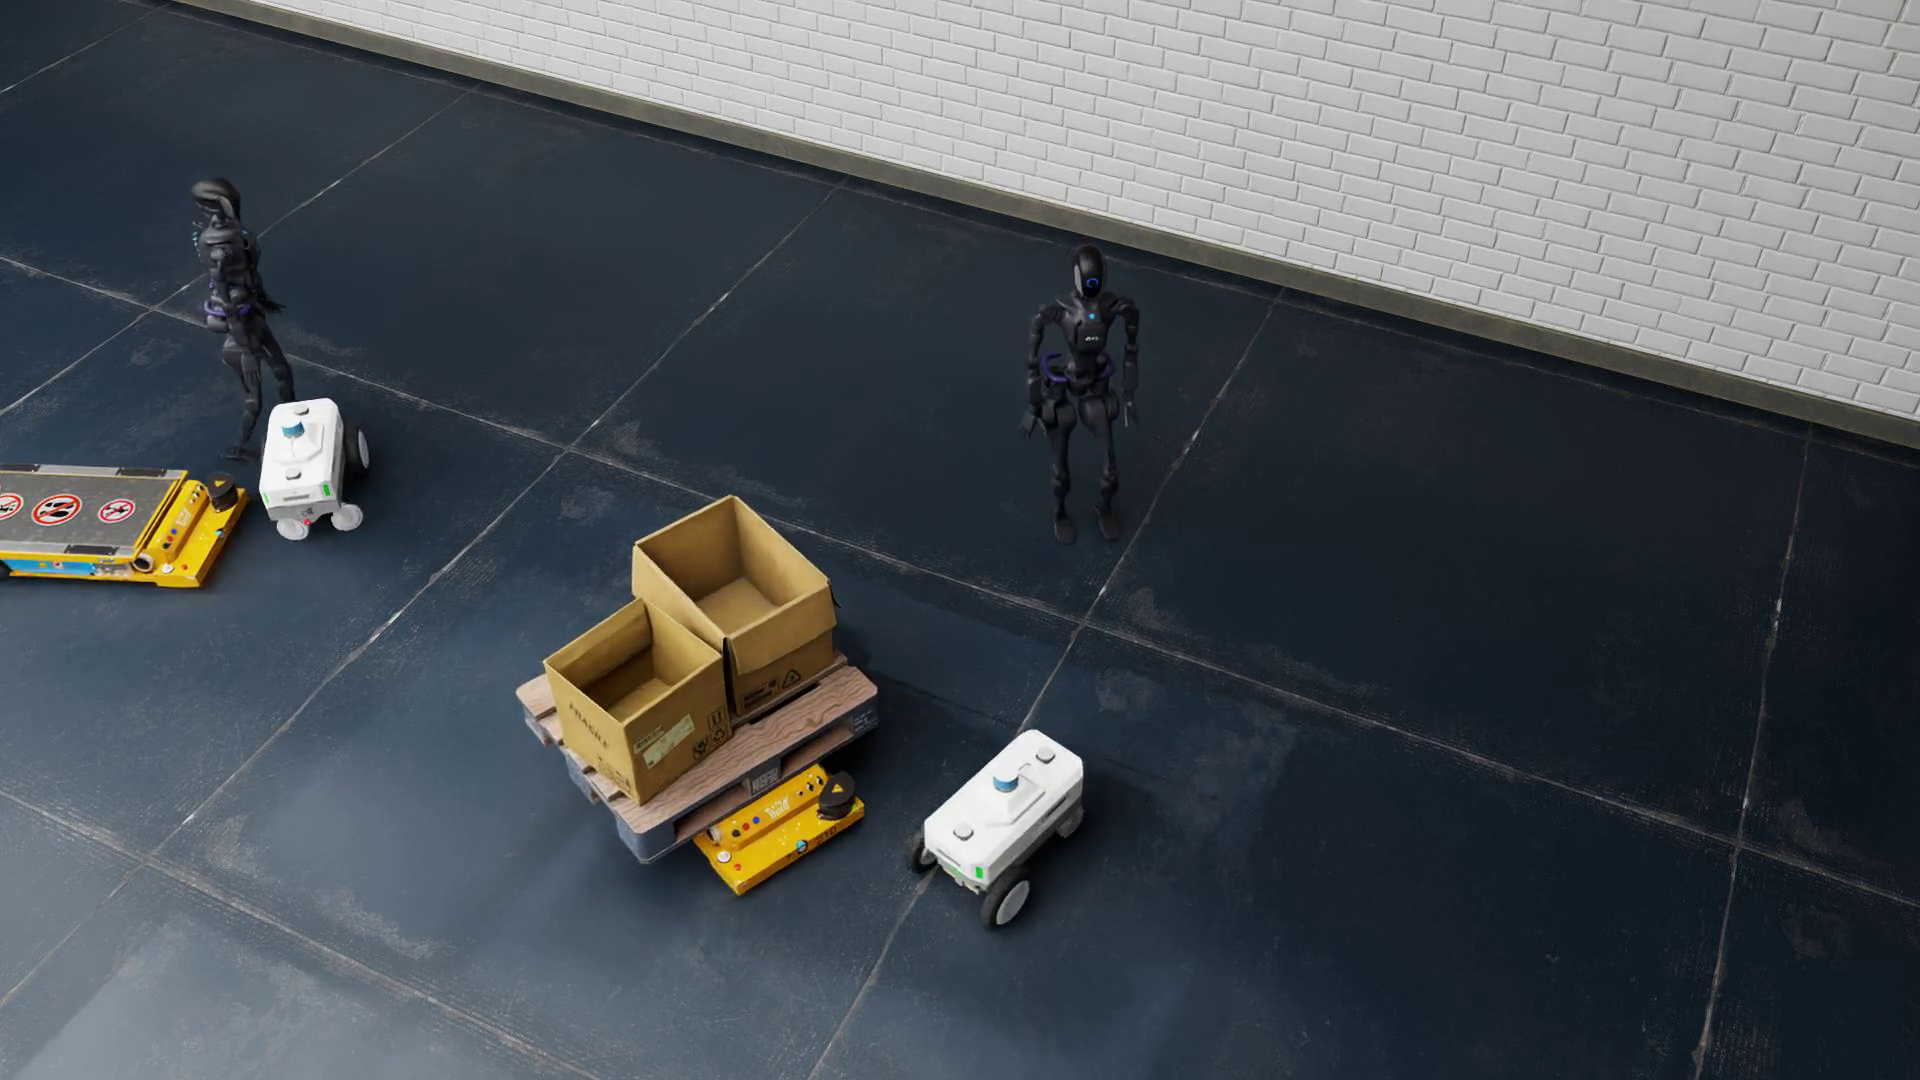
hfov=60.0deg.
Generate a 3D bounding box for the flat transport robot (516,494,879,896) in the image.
[{"bbox_3d":[-1.102,0.884,7.301,0.659,0.231,1.431,-29,50,-28],"label":"flat transport robot"}]

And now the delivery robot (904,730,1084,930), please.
[{"bbox_3d":[0.173,1.137,6.802,0.499,0.572,0.747,31,51,29],"label":"delivery robot"}]

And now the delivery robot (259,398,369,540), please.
[{"bbox_3d":[-3.319,-0.392,8.482,0.518,0.613,0.785,-8,43,-9],"label":"delivery robot"}]

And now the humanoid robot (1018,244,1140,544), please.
[{"bbox_3d":[0.574,-0.674,7.940,0.596,1.648,0.346,-9,44,-10],"label":"humanoid robot"}]

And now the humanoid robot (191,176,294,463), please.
[{"bbox_3d":[-3.678,-1.115,8.442,0.472,1.650,0.602,-7,43,-8],"label":"humanoid robot"}]

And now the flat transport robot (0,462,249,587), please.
[{"bbox_3d":[-4.404,-0.075,8.337,1.431,0.231,0.659,2,43,3],"label":"flat transport robot"}]
